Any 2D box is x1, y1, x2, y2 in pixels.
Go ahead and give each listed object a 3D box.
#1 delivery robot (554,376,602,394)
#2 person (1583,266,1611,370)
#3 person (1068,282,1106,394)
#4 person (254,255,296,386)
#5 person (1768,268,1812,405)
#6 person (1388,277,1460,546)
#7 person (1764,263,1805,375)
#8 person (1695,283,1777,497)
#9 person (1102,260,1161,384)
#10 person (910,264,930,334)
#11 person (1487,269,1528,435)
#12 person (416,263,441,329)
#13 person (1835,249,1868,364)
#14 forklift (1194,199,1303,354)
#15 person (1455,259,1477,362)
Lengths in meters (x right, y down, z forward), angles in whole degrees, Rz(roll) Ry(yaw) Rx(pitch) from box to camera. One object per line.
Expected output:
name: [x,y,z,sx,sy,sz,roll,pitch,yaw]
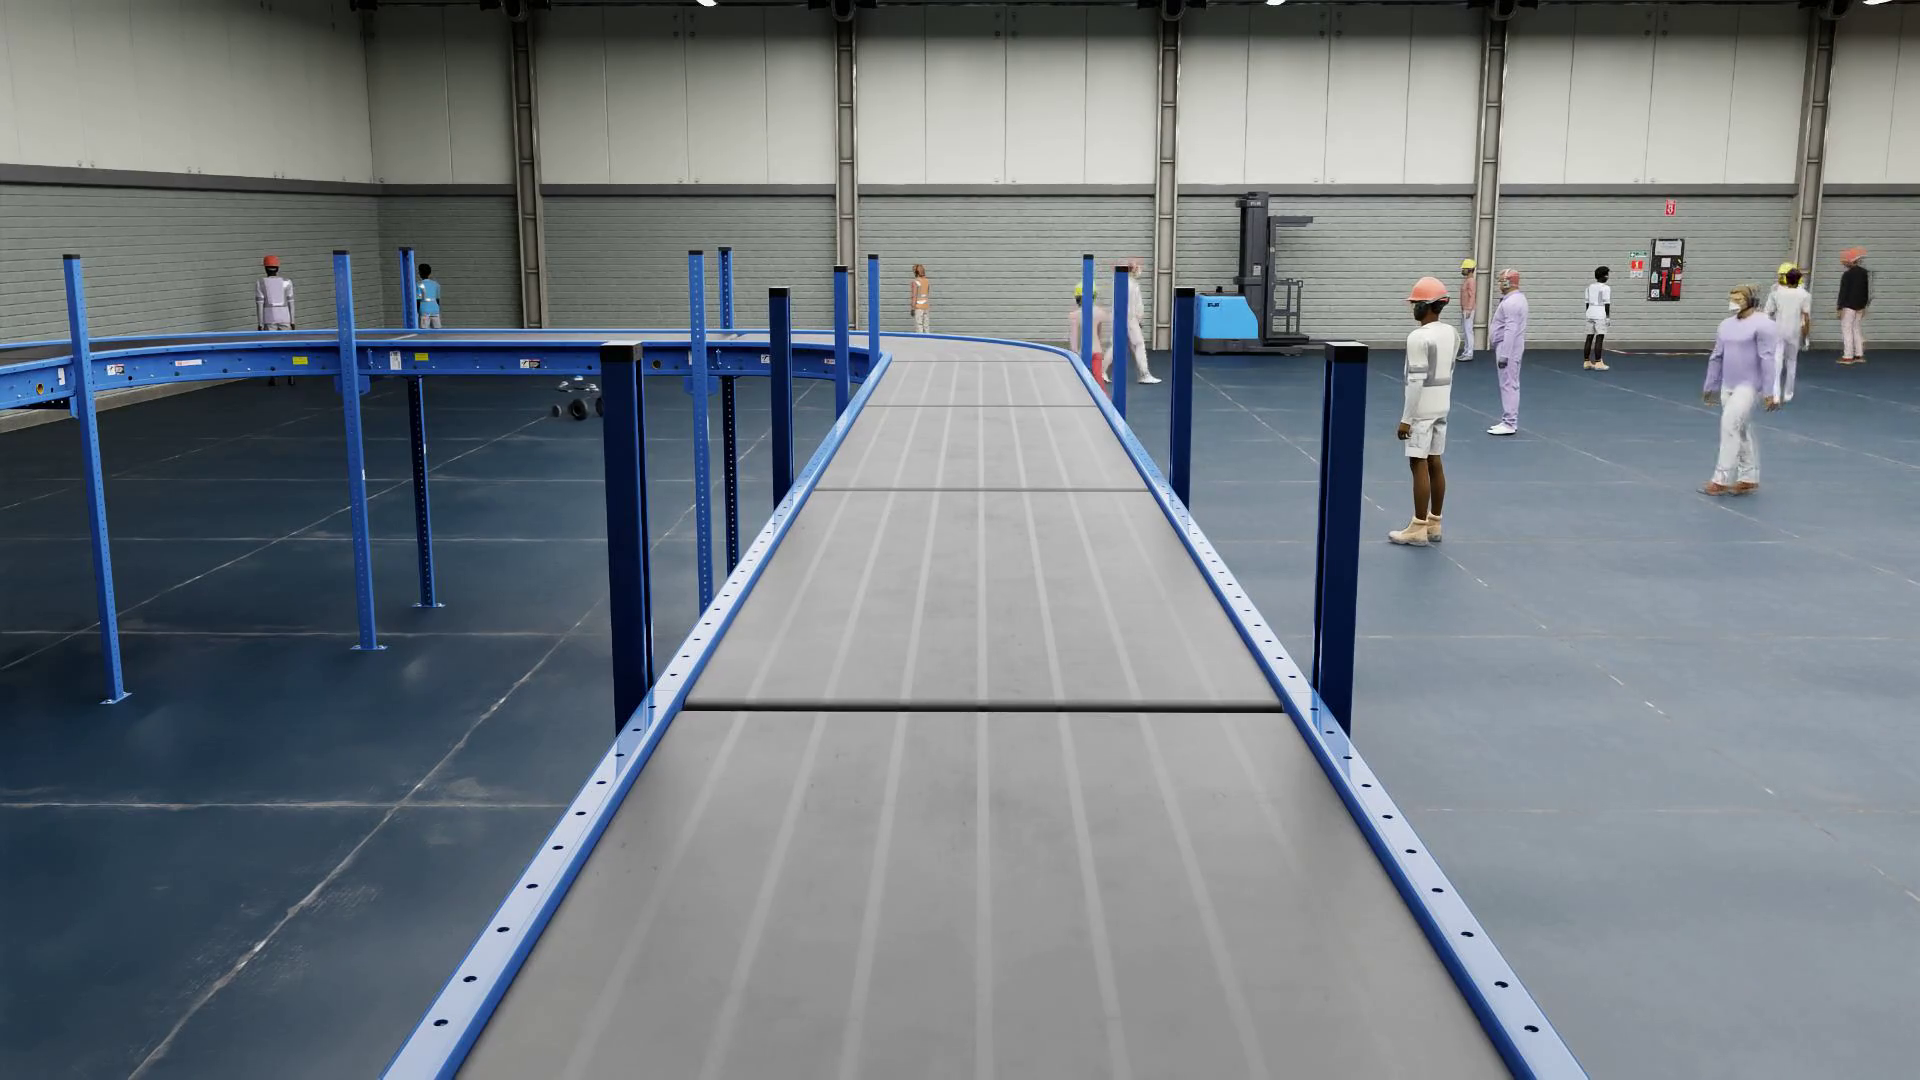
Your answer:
delivery robot: [-4.800,-1.981,20.924,0.698,0.223,0.335,7,13,34]
person: [10.505,-3.653,27.392,0.321,1.693,0.530,-4,12,-20]
person: [1.533,-2.267,20.224,0.533,1.715,0.930,-6,12,-27]
person: [-10.250,-3.284,24.917,0.556,1.934,0.477,-7,13,-32]
person: [11.150,-2.748,22.422,0.578,1.818,0.984,6,13,28]
person: [3.565,-0.989,12.803,0.371,2.044,0.607,10,15,42]
person: [12.953,-3.465,26.196,0.955,1.786,0.607,-5,12,-23]
person: [6.891,-1.341,14.946,0.850,1.907,0.663,-3,11,-13]
person: [2.509,-3.294,25.133,0.995,1.857,0.638,0,11,-1]
person: [-0.726,-4.234,30.516,0.311,1.639,0.519,7,13,32]
person: [6.329,-2.178,19.272,0.400,1.904,0.644,5,12,26]
person: [-9.228,-3.937,28.843,0.321,1.697,0.535,7,13,32]
person: [15.330,-4.009,28.636,0.688,1.950,0.416,-7,13,-30]
forklift: [5.313,-4.851,30.603,1.873,2.768,1.129,0,11,1]
person: [8.842,-4.011,29.048,0.313,1.767,0.534,1,11,7]
